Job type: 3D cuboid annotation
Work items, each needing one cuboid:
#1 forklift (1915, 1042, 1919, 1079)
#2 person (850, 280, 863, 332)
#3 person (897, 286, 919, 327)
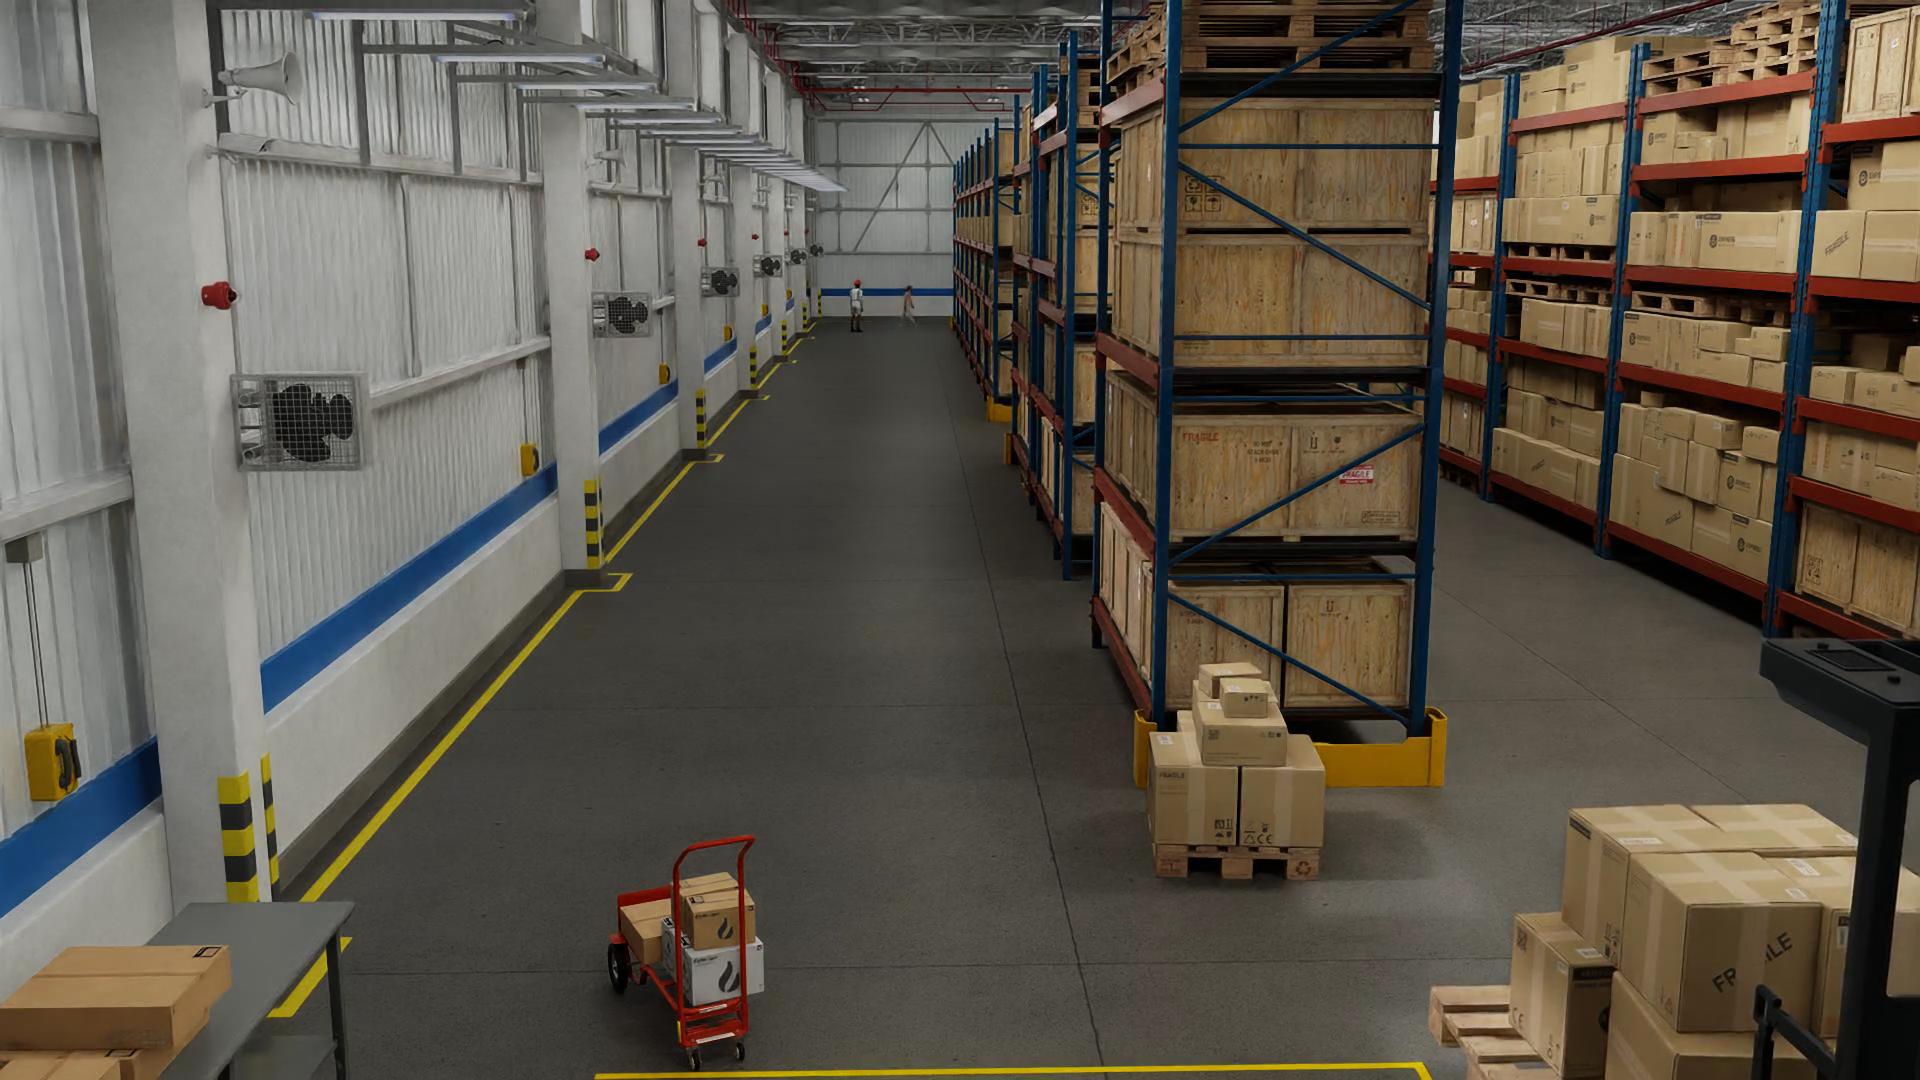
[{"bbox_3d":[3.158,1.772,4.631,1.129,2.768,1.873,0,11,-2],"label":"forklift"},{"bbox_3d":[-3.770,-8.567,60.940,0.556,1.924,0.427,7,13,32],"label":"person"},{"bbox_3d":[-2.025,-8.995,64.012,0.870,1.588,0.509,1,11,5],"label":"person"}]
